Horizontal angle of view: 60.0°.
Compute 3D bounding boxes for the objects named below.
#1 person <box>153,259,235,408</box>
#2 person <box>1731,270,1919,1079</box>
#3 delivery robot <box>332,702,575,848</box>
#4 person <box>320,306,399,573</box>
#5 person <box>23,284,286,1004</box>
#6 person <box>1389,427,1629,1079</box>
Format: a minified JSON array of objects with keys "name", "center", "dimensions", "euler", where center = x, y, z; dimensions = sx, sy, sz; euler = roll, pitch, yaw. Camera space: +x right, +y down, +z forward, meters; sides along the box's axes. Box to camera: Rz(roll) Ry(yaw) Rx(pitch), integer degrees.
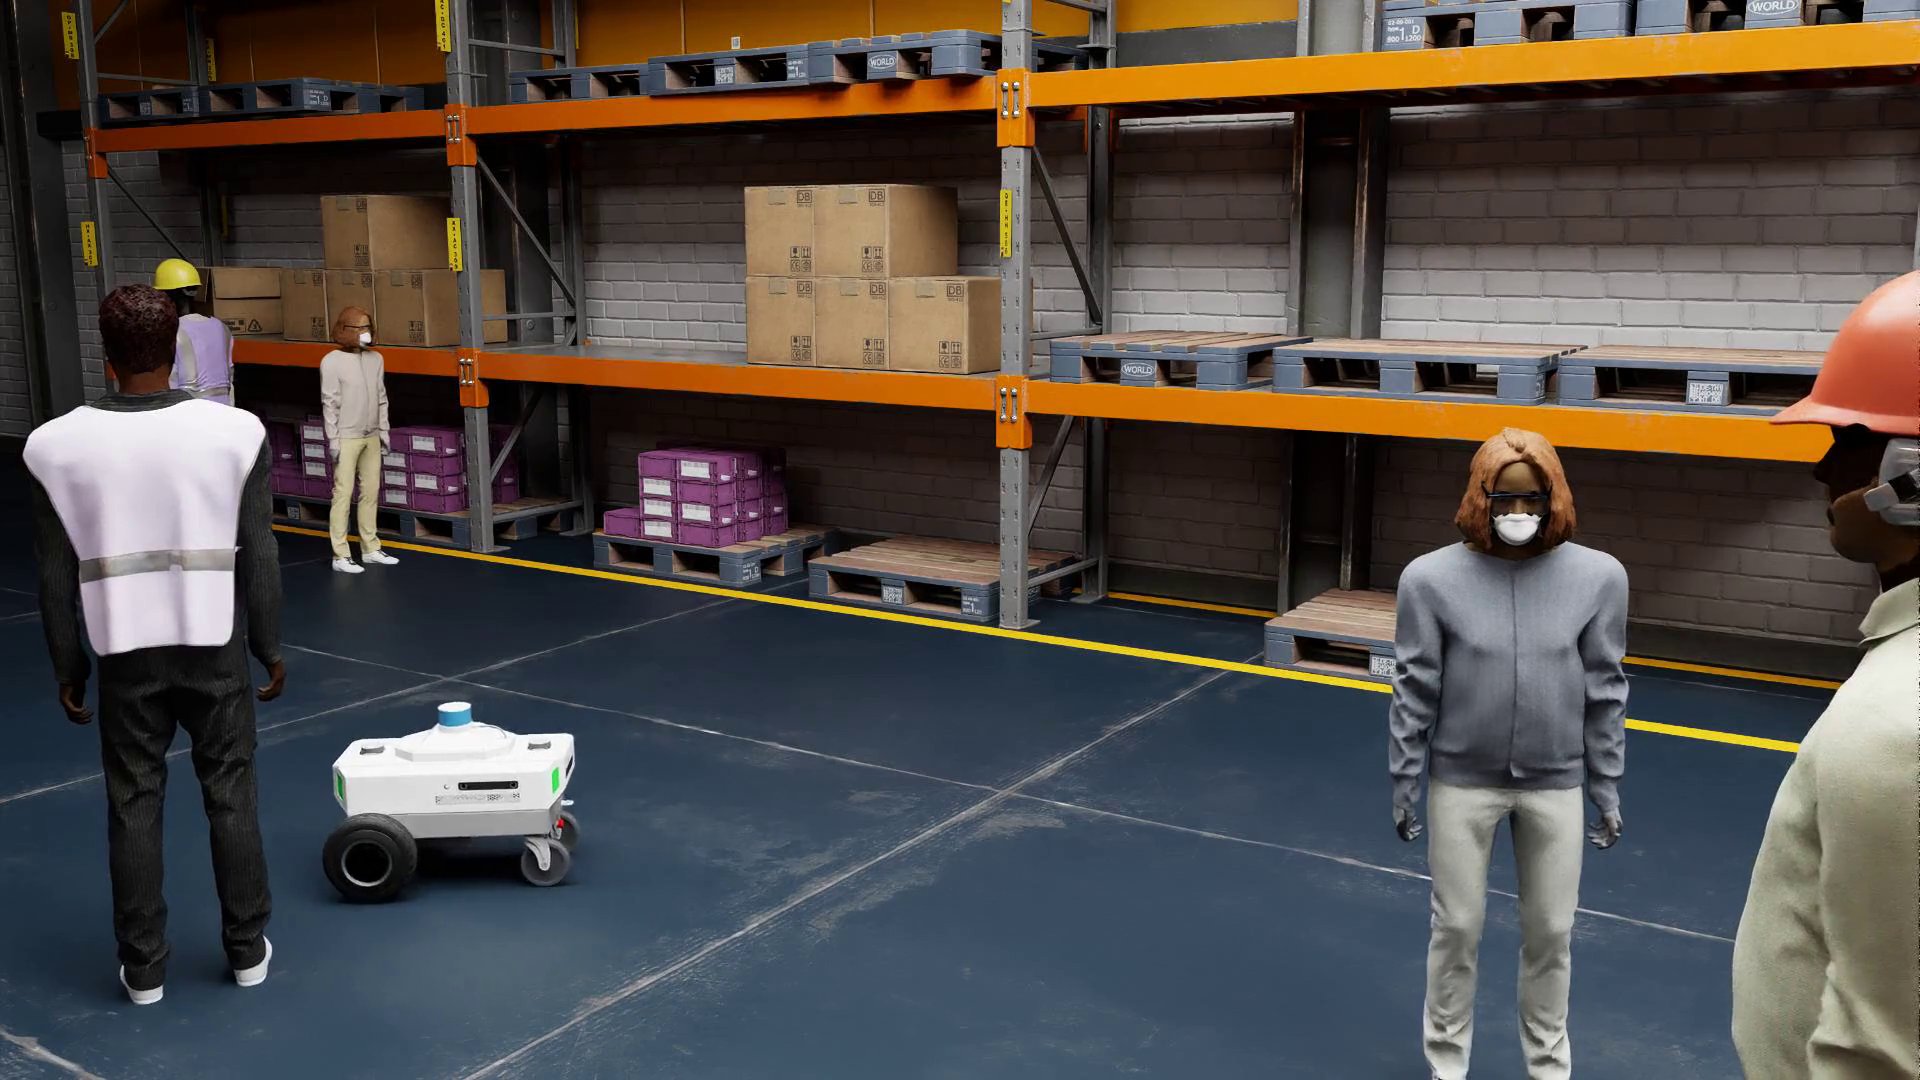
[{"name":"person","center":[-4.359,-0.629,9.465],"dimensions":[0.402,1.919,0.588],"euler":[2,10,13]},{"name":"person","center":[1.037,0.702,1.866],"dimensions":[0.381,1.994,0.621],"euler":[10,14,43]},{"name":"delivery robot","center":[-1.592,0.759,5.283],"dimensions":[0.707,0.478,0.477],"euler":[-1,10,-6]},{"name":"person","center":[-3.695,-0.615,10.198],"dimensions":[0.284,1.627,0.493],"euler":[4,11,23]},{"name":"person","center":[-2.106,0.287,4.422],"dimensions":[0.582,1.911,0.392],"euler":[-4,11,-20]},{"name":"person","center":[1.210,0.557,3.706],"dimensions":[0.506,1.622,0.298],"euler":[1,10,8]}]
